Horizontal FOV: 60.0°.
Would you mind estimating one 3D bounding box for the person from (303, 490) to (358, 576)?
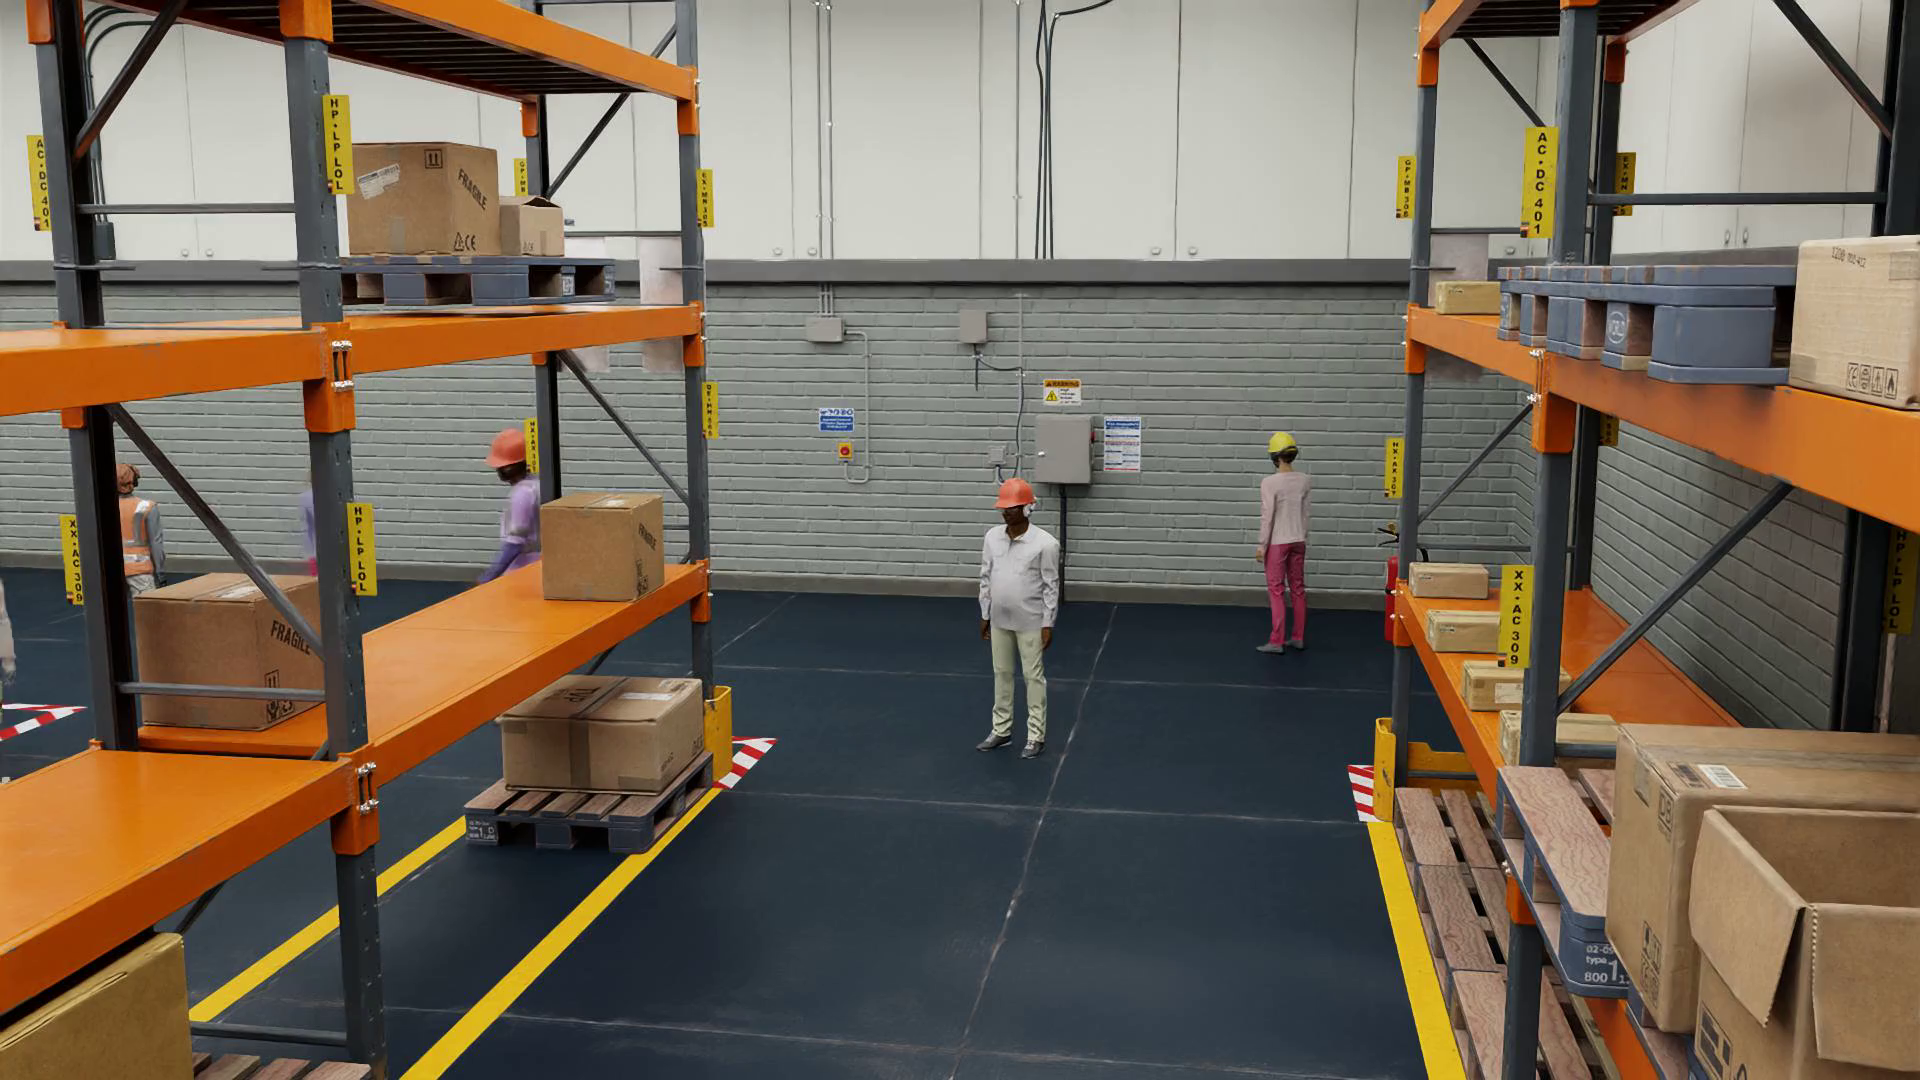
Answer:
[{"bbox_3d":[-4.902,0.152,12.899,0.508,1.602,0.732,2,9,11],"label":"person"}]

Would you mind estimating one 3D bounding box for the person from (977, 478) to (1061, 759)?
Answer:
[{"bbox_3d":[0.350,0.482,10.406,0.565,1.751,0.330,6,11,33],"label":"person"}]

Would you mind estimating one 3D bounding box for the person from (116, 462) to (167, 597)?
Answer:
[{"bbox_3d":[-6.101,0.249,12.229,0.516,1.633,0.316,0,9,1],"label":"person"}]

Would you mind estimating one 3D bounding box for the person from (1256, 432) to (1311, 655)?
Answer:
[{"bbox_3d":[2.550,0.026,13.188,0.532,1.765,0.328,-6,11,-34],"label":"person"}]

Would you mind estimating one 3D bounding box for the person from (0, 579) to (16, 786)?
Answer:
[{"bbox_3d":[-5.644,0.711,9.420,0.510,1.610,0.684,0,9,2],"label":"person"}]

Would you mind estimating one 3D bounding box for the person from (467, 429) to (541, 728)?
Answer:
[{"bbox_3d":[-2.970,0.270,10.951,0.544,2.001,0.638,-2,9,-14],"label":"person"}]
